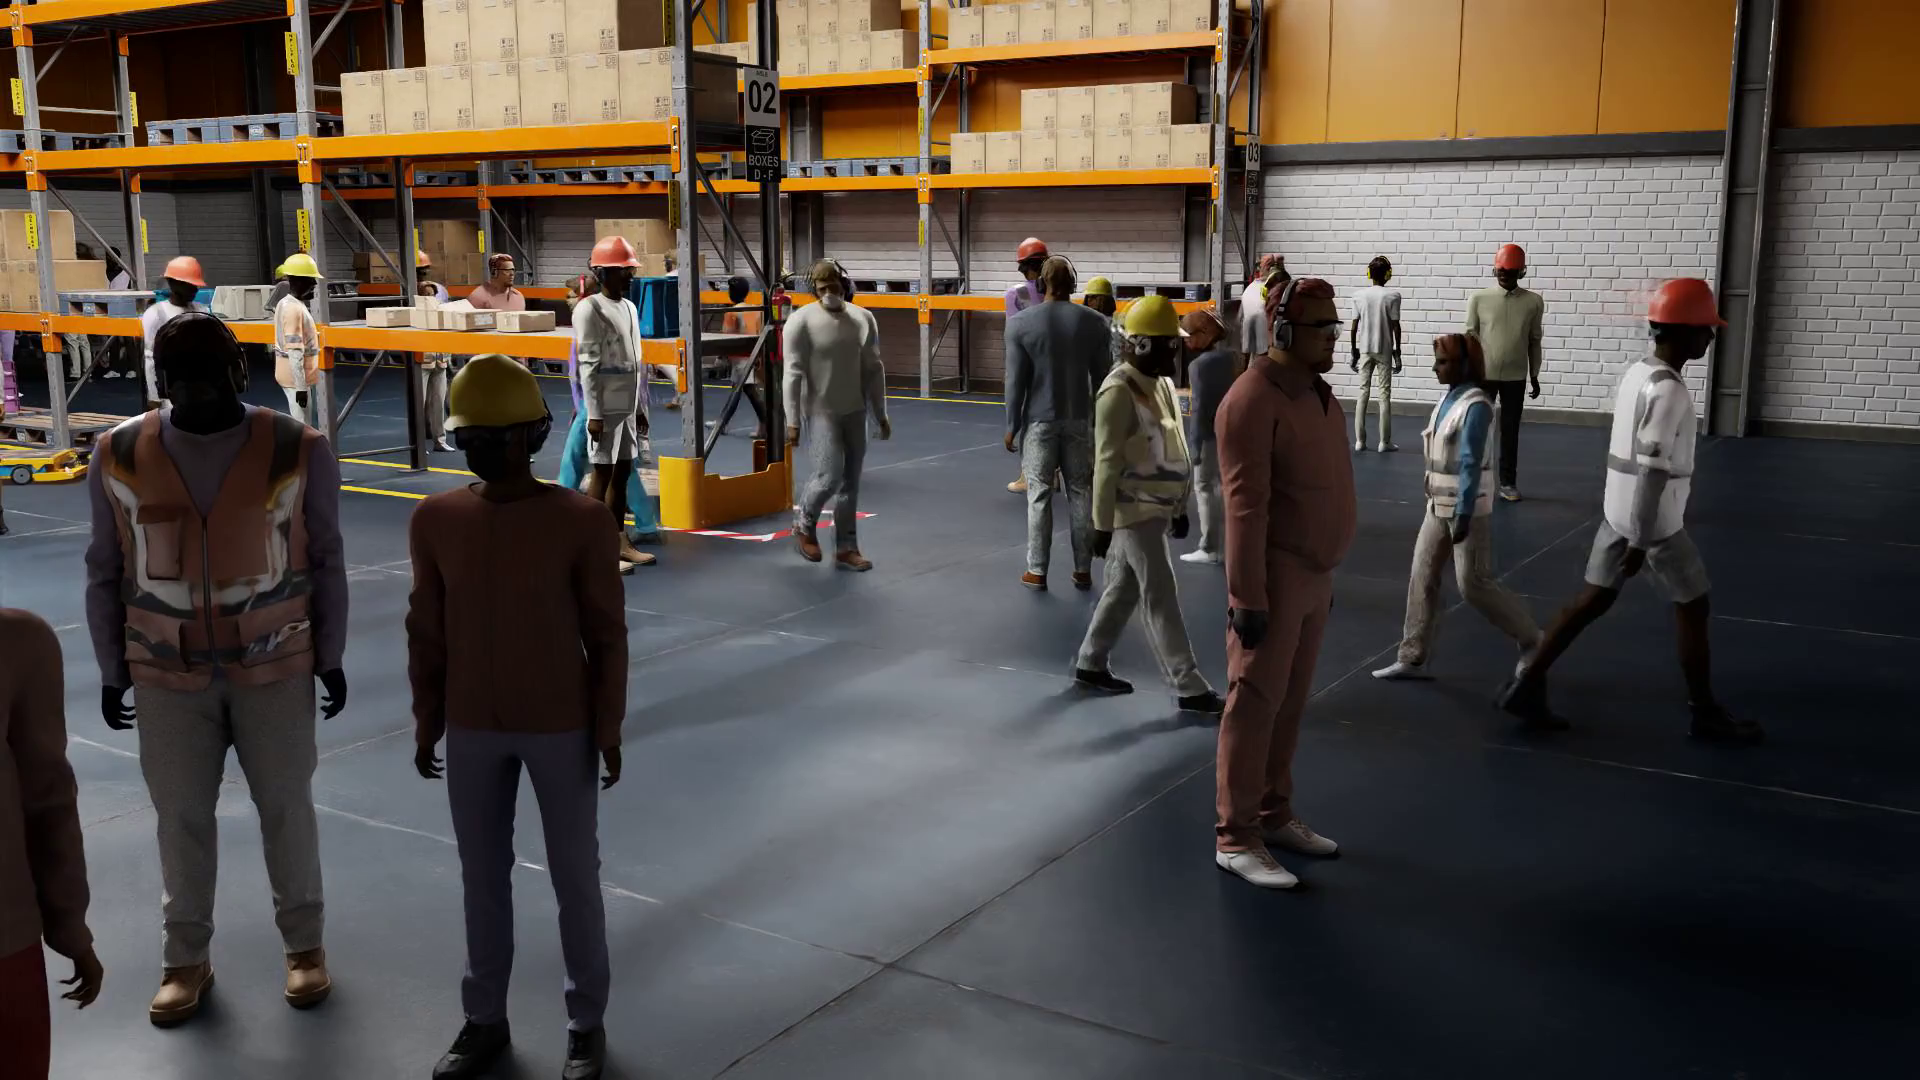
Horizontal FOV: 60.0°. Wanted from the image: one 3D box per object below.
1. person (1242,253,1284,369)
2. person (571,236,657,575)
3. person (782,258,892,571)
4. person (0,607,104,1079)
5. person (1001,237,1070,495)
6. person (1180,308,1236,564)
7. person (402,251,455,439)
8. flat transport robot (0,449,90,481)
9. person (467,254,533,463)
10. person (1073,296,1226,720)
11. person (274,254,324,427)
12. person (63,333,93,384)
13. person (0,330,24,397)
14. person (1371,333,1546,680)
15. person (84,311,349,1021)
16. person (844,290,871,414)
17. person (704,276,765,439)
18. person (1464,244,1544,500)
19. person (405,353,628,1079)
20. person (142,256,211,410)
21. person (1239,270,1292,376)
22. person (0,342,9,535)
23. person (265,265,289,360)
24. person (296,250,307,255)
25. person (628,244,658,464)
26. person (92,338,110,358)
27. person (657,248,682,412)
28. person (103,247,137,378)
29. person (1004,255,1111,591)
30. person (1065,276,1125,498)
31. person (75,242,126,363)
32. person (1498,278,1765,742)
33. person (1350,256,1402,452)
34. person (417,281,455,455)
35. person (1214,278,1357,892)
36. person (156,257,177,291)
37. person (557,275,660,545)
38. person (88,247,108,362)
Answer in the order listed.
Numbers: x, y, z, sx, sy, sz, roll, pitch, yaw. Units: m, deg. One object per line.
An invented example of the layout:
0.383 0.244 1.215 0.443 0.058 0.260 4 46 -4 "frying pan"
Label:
2.934 -1.775 15.883 0.402 1.896 0.651 -3 11 -17 "person"
-2.091 -0.818 10.152 0.379 2.045 0.605 3 11 17 "person"
-0.778 -0.751 10.140 0.650 1.914 0.466 -9 14 -41 "person"
-1.646 0.679 2.632 0.319 1.767 0.534 10 14 43 "person"
0.584 -1.383 13.293 0.614 2.039 0.390 -7 12 -34 "person"
1.621 -0.622 10.249 0.513 1.607 0.560 8 13 36 "person"
-5.390 -1.965 16.827 0.556 1.925 0.572 7 12 33 "person"
-8.147 -0.621 13.973 1.431 0.197 0.652 -2 11 -13 "flat transport robot"
-4.085 -1.597 14.894 0.401 1.902 0.641 7 12 32 "person"
0.838 -0.151 7.180 0.851 1.790 0.614 5 11 26 "person"
-5.088 -1.247 12.887 0.397 1.918 0.588 -4 11 -19 "person"
-12.579 -3.130 23.544 0.403 1.834 0.589 2 10 10 "person"
-12.336 -2.758 21.300 0.400 1.905 0.643 6 12 31 "person"
2.323 -0.133 7.552 0.741 1.614 0.531 -1 10 -6 "person"
-1.929 0.330 4.355 0.633 1.843 0.429 -3 11 -17 "person"
-0.977 -1.324 14.054 0.541 1.651 0.884 -2 10 -10 "person"
-2.279 -1.864 17.021 0.883 1.643 0.548 4 11 23 "person"
4.214 -1.293 12.937 0.610 1.989 0.392 1 10 4 "person"
-1.048 0.443 3.937 0.529 1.767 0.329 1 10 7 "person"
-5.756 -1.124 12.218 0.677 1.910 0.571 5 11 24 "person"
2.276 -1.048 12.102 0.553 1.802 0.914 -3 11 -15 "person"
-6.795 -0.971 11.294 0.552 1.937 0.356 -9 13 -39 "person"
-7.340 -2.134 18.235 0.498 1.747 0.559 9 14 42 "person"
-9.999 -3.495 25.435 0.359 1.883 0.573 7 12 33 "person"
-3.025 -1.675 15.041 0.611 1.995 0.377 -3 11 -14 "person"
-14.939 -3.964 28.723 0.279 1.632 0.507 8 13 38 "person"
-3.321 -2.450 19.518 0.523 1.927 0.653 8 13 37 "person"
-12.403 -3.345 24.497 0.592 1.922 0.392 0 10 3 "person"
0.562 -0.671 9.633 0.635 1.936 0.355 -2 10 -10 "person"
1.061 -1.166 12.912 0.288 1.746 0.487 -9 14 -41 "person"
-14.302 -3.929 27.401 0.962 2.000 0.684 -4 11 -21 "person"
2.727 -0.109 6.702 1.021 1.890 0.541 1 10 3 "person"
3.997 -1.779 15.960 0.512 1.873 0.329 6 12 30 "person"
-5.035 -1.628 15.762 0.309 1.639 0.523 7 12 35 "person"
1.049 0.130 5.285 0.402 1.906 0.652 6 12 32 "person"
-10.985 -3.079 23.383 0.615 1.788 0.503 -1 10 -4 "person"
-2.432 -0.834 10.943 0.942 1.793 0.580 2 10 9 "person"
-14.500 -3.931 27.698 0.379 1.937 0.548 10 14 42 "person"
